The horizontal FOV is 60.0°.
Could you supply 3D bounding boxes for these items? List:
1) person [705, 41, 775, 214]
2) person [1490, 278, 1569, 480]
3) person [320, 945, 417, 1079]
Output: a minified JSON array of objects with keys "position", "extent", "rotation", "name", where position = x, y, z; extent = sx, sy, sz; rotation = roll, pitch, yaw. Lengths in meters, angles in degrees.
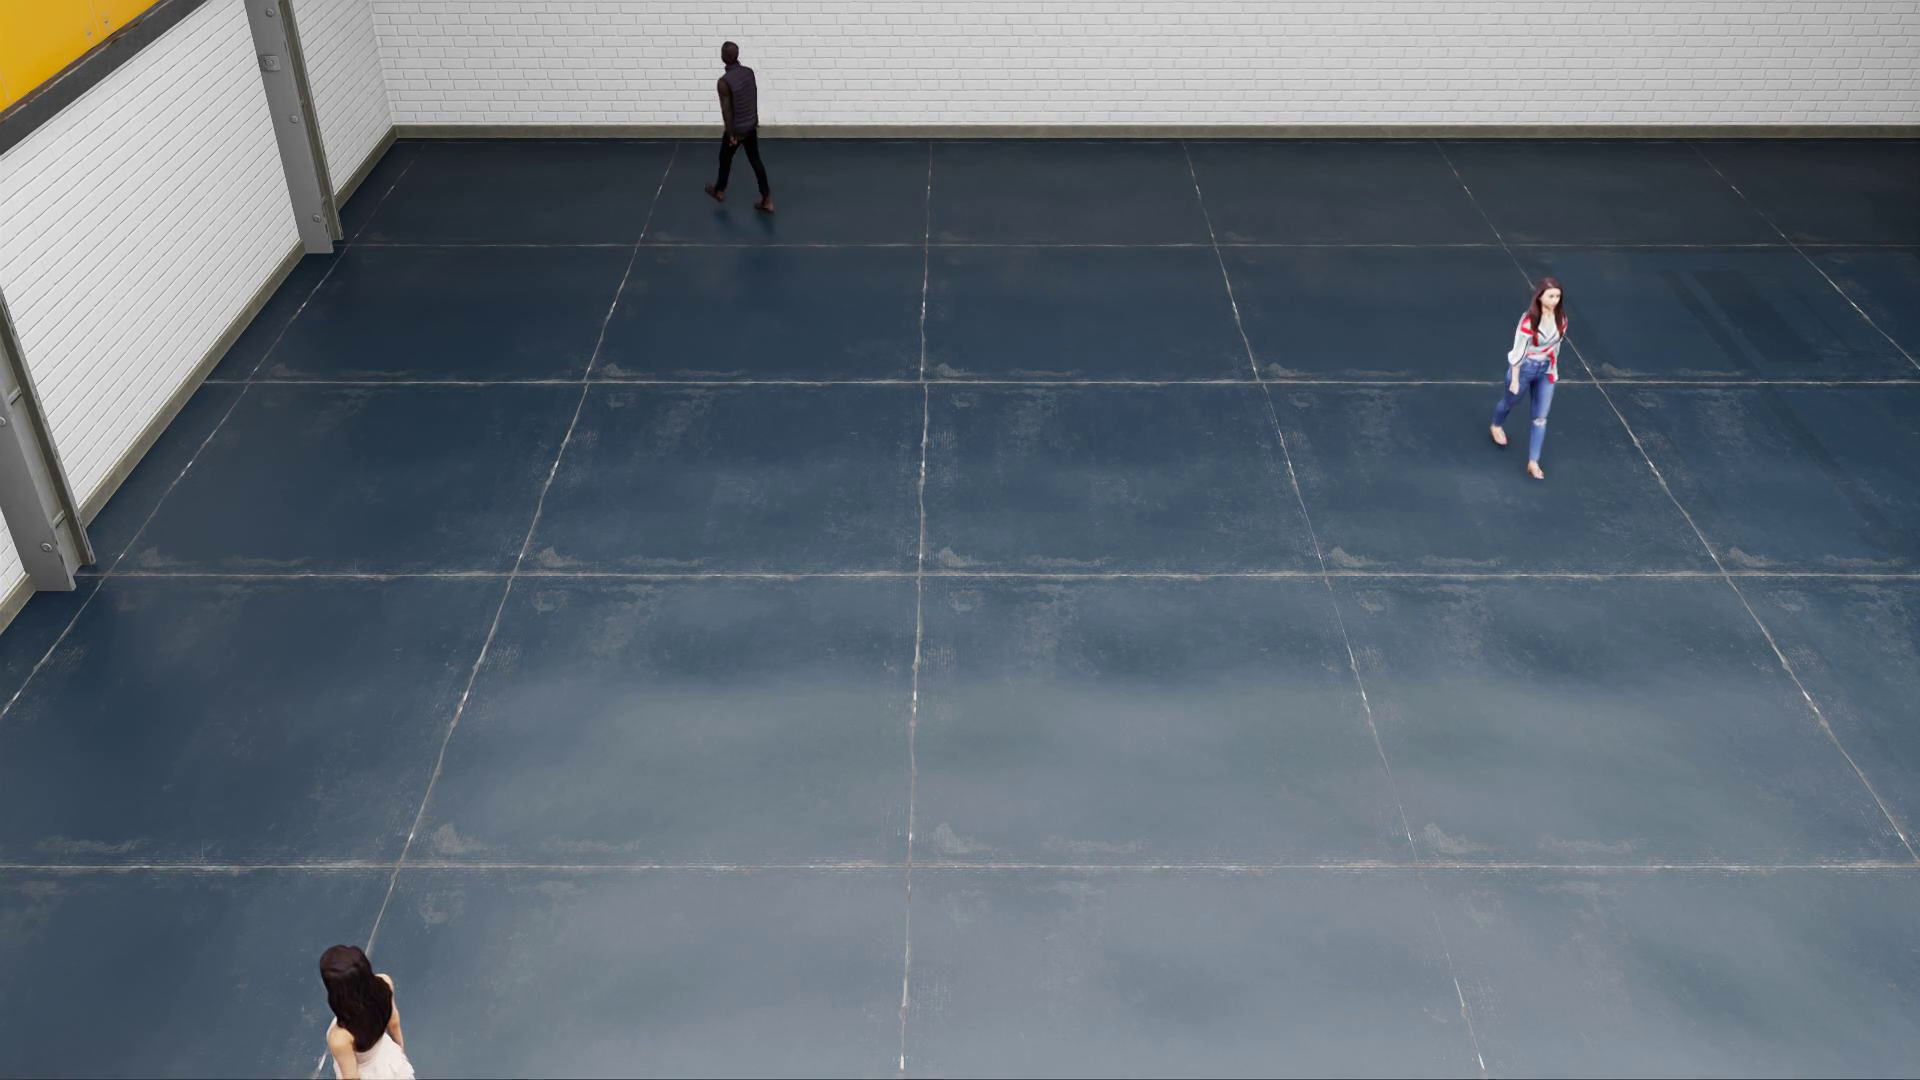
[{"position":[-2.246,-4.297,17.508],"extent":[1.214,1.785,1.219],"rotation":[24,41,32],"name":"person"},{"position":[4.516,-1.360,13.281],"extent":[0.708,1.572,1.104],"rotation":[-5,34,-7],"name":"person"},{"position":[-2.583,2.439,7.419],"extent":[0.696,1.735,0.559],"rotation":[10,35,14],"name":"person"}]
